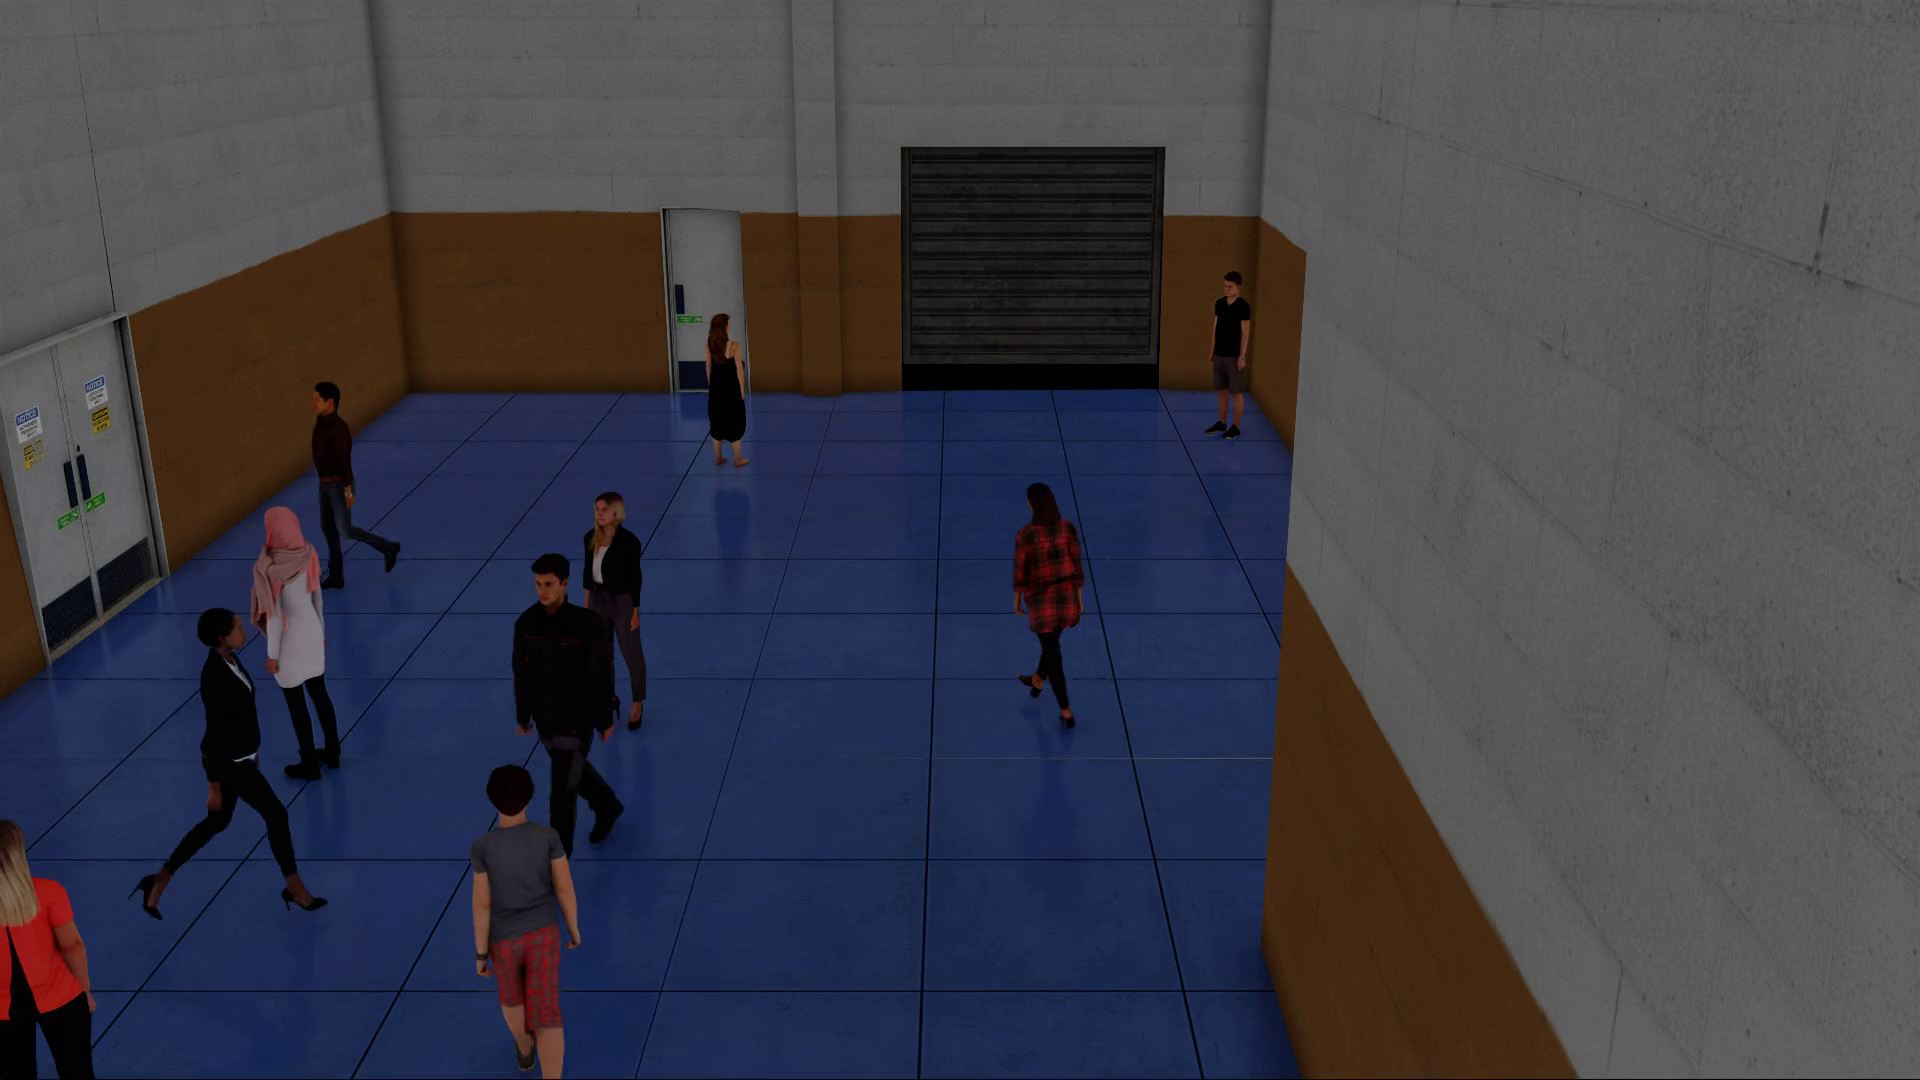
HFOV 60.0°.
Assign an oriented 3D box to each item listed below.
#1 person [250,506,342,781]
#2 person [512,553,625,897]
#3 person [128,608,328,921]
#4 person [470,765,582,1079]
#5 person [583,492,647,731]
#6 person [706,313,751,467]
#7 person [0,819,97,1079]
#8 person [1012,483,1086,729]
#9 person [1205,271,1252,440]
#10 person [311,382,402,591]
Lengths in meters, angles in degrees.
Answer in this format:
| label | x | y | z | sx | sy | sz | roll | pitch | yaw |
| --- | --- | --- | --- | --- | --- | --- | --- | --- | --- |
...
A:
| label | x | y | z | sx | sy | sz | roll | pitch | yaw |
| --- | --- | --- | --- | --- | --- | --- | --- | --- | --- |
| person | -4.204 | 0.649 | 10.539 | 0.733 | 1.803 | 0.727 | 9 | 21 | 25 |
| person | -2.192 | 0.972 | 9.433 | 1.285 | 1.897 | 1.078 | 7 | 20 | 19 |
| person | -3.952 | 1.253 | 8.776 | 1.272 | 1.786 | 0.915 | -7 | 20 | -19 |
| person | -1.915 | 1.826 | 7.330 | 1.144 | 1.610 | 0.913 | -6 | 19 | -17 |
| person | -2.333 | 0.475 | 11.261 | 0.579 | 1.672 | 0.721 | 7 | 20 | 19 |
| person | -2.472 | -1.579 | 17.426 | 0.603 | 1.625 | 0.703 | 7 | 20 | 19 |
| person | -3.849 | 1.935 | 6.898 | 0.569 | 1.693 | 0.715 | -6 | 20 | -17 |
| person | 0.669 | 0.474 | 11.299 | 1.019 | 1.650 | 0.898 | -4 | 19 | -11 |
| person | 3.024 | -2.080 | 18.541 | 0.793 | 1.861 | 0.758 | -14 | 23 | -36 |
| person | -5.118 | -0.454 | 13.875 | 1.095 | 1.763 | 1.018 | -16 | 24 | -39 |
